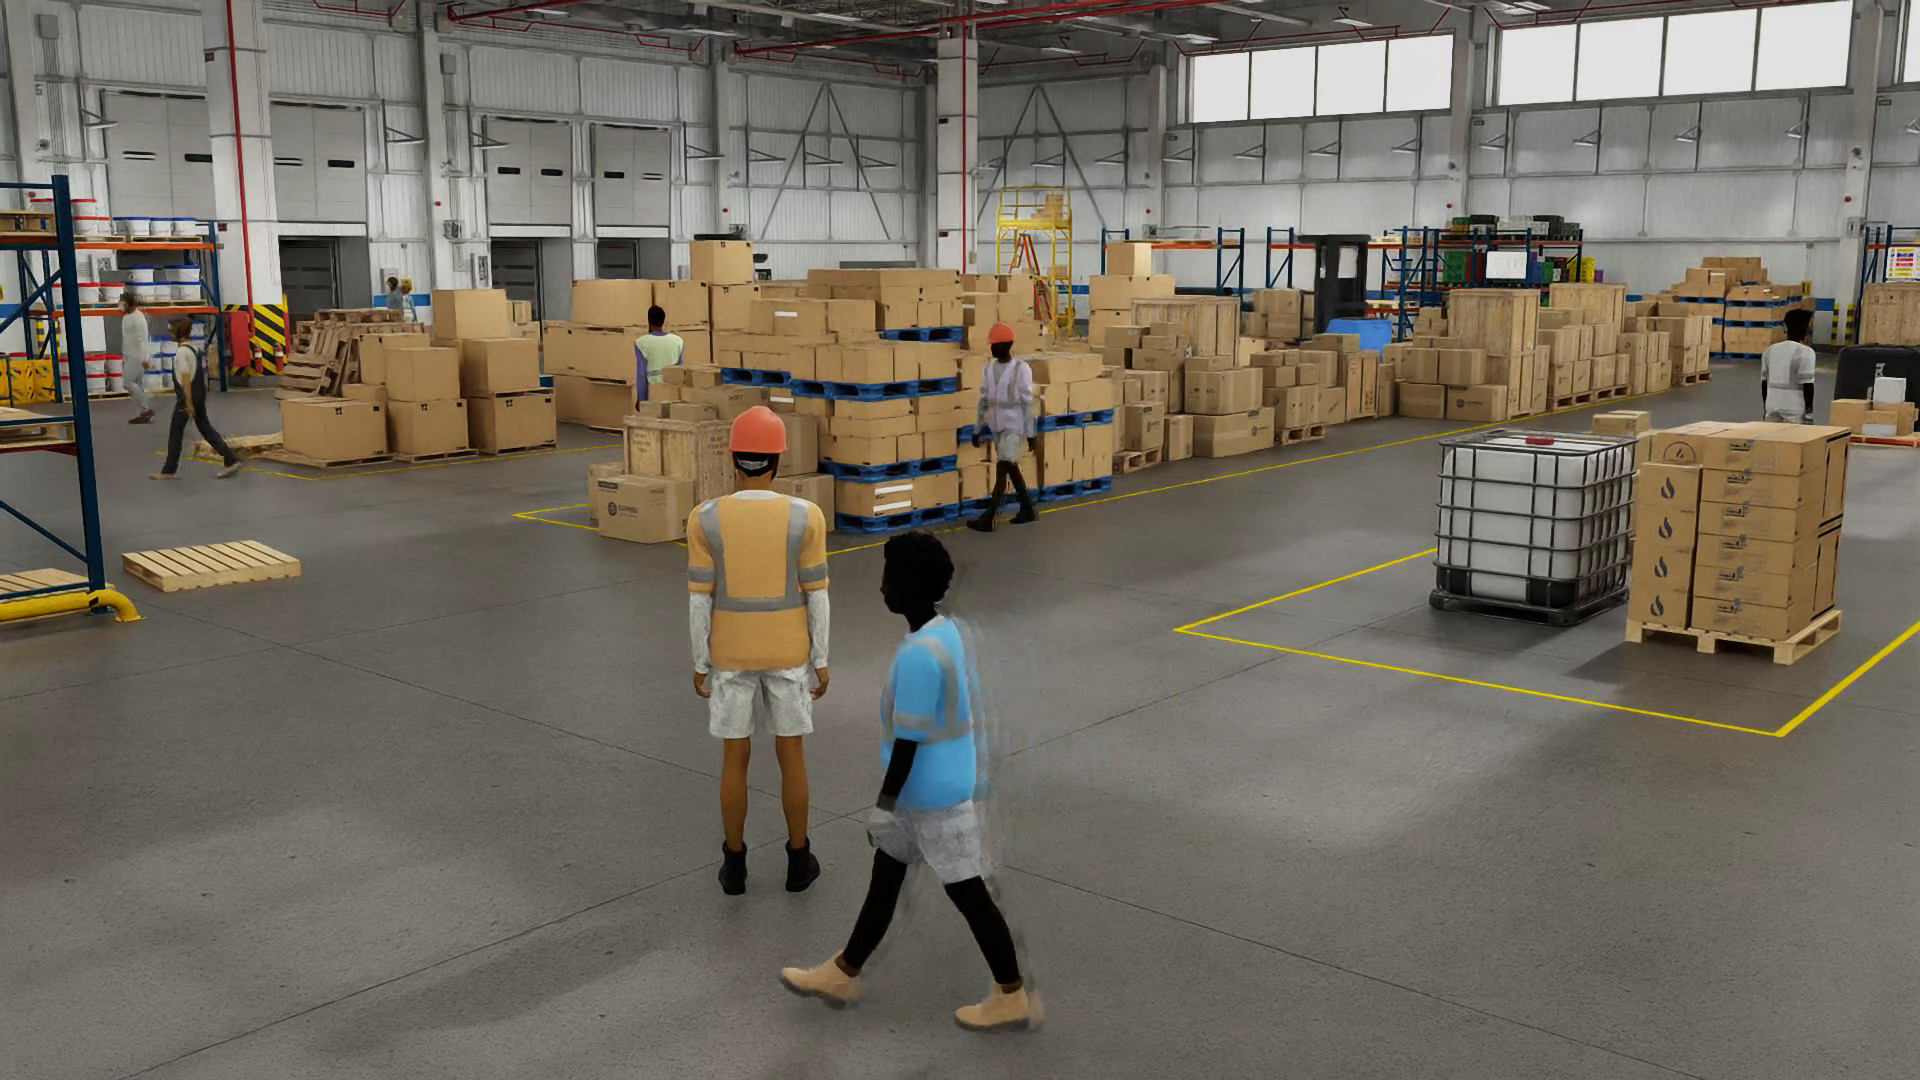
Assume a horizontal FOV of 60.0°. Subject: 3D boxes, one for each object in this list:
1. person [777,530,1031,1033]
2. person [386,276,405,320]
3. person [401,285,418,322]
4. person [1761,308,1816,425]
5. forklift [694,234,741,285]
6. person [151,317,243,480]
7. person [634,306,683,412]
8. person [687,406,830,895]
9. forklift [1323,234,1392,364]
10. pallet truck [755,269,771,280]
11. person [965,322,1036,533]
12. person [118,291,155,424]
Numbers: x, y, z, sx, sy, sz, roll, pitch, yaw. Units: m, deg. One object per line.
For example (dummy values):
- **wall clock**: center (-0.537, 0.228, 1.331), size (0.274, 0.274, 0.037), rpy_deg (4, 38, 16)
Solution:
- **person**: center (-0.158, 0.791, 5.374), size (0.861, 1.644, 0.551), rpy_deg (1, 10, 4)
- **person**: center (-12.159, -4.696, 35.811), size (0.372, 1.940, 0.630), rpy_deg (-7, 12, -33)
- **person**: center (-14.020, -5.666, 42.281), size (0.541, 1.589, 0.871), rpy_deg (6, 11, 29)
- **person**: center (8.155, -1.296, 16.370), size (0.364, 1.965, 0.609), rpy_deg (-4, 11, -21)
- **forklift**: center (-4.871, -4.776, 33.586), size (1.129, 2.768, 1.873), rpy_deg (5, 11, 26)
- **person**: center (-8.422, -1.545, 18.281), size (0.966, 1.809, 0.525), rpy_deg (0, 10, -2)
- **person**: center (-3.282, -1.596, 18.220), size (0.590, 1.919, 0.394), rpy_deg (-8, 13, -39)
- **person**: center (-0.788, 0.440, 6.568), size (0.551, 1.936, 0.357), rpy_deg (-1, 10, -4)
- **forklift**: center (8.041, -4.957, 34.614), size (1.129, 2.768, 1.873), rpy_deg (-5, 11, -25)
- **pallet truck**: center (-4.996, -6.432, 45.525), size (1.885, 1.965, 0.823), rpy_deg (-6, 12, -32)
- **person**: center (0.393, -1.029, 15.106), size (0.571, 1.882, 1.009), rpy_deg (10, 14, 44)
- **person**: center (-11.942, -2.619, 24.007), size (0.452, 1.922, 0.637), rpy_deg (-8, 13, -37)
